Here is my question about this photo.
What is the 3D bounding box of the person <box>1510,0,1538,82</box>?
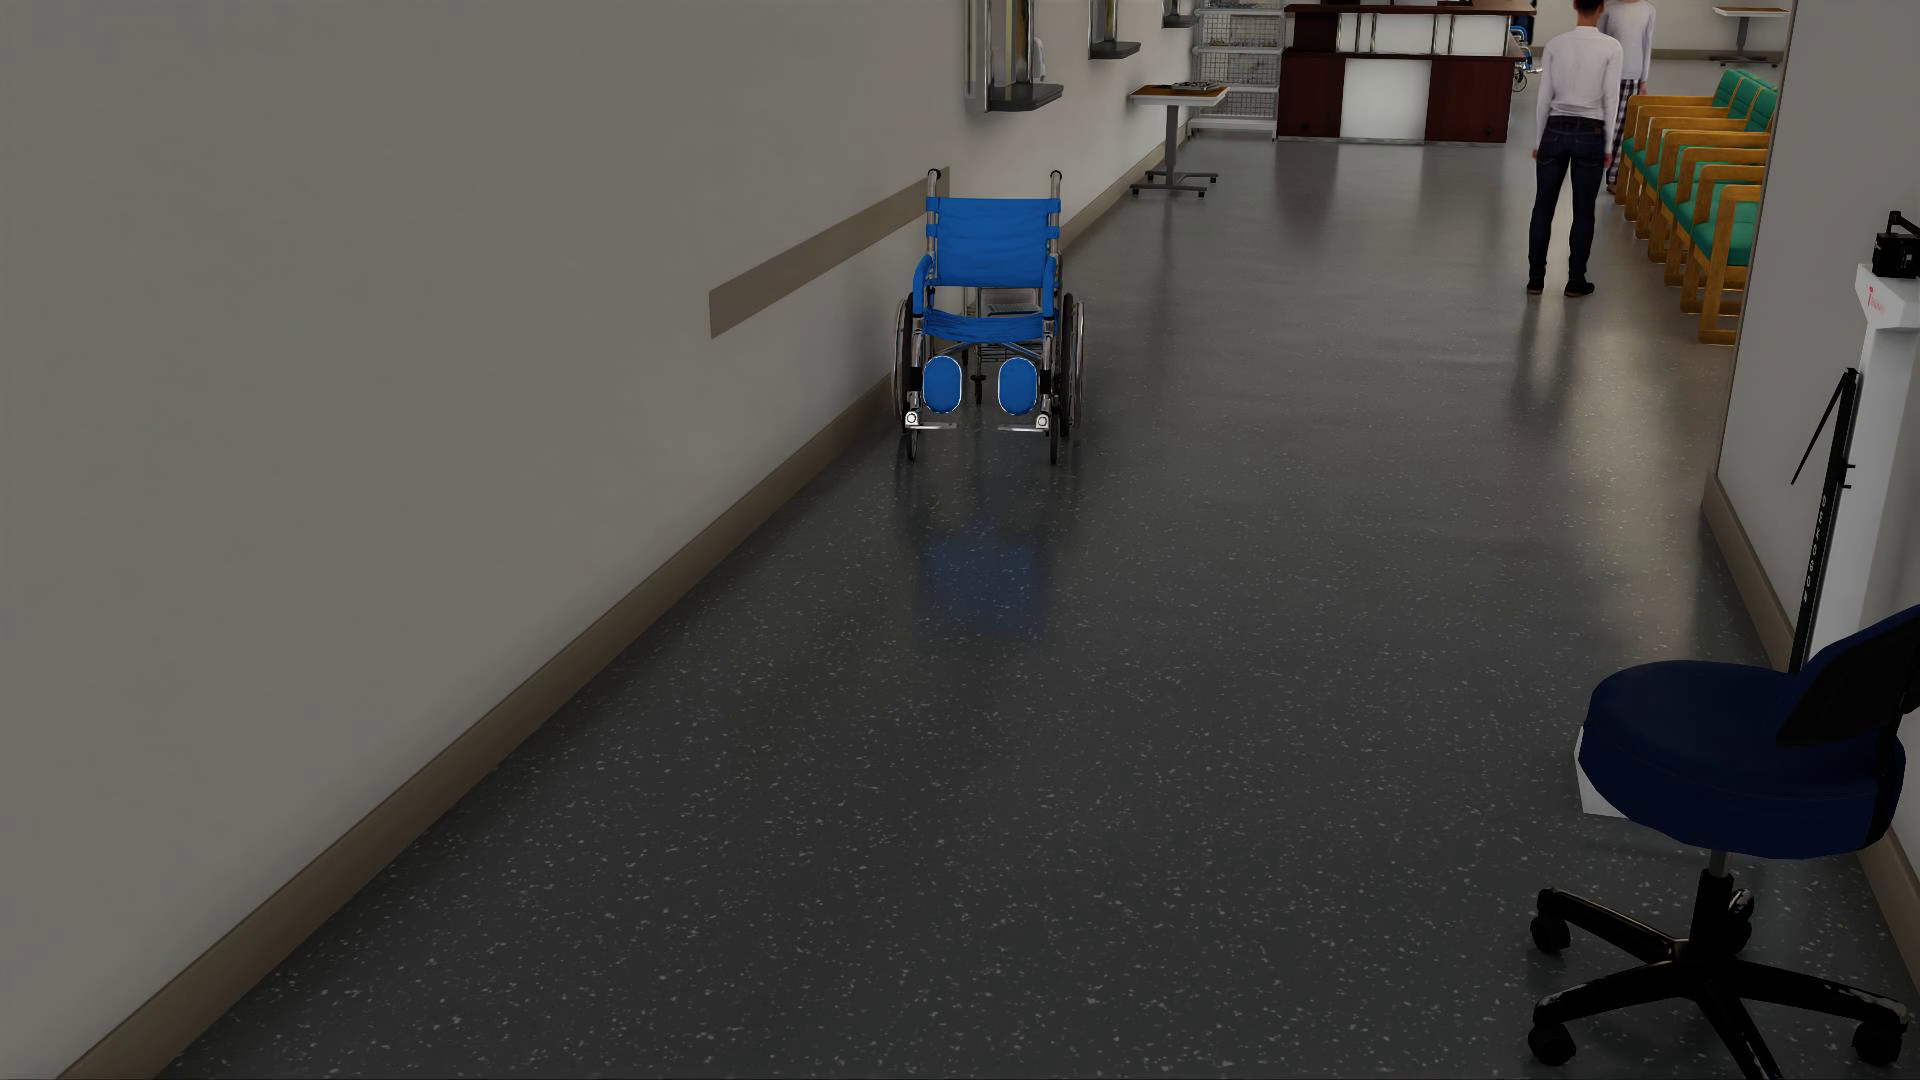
[{"bbox_3d":[7.645,-7.141,22.776,0.702,1.680,0.786,-9,22,-22],"label":"person"}]

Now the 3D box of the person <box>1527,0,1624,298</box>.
[{"bbox_3d":[3.698,-2.417,10.039,0.594,1.868,0.736,11,23,27],"label":"person"}]

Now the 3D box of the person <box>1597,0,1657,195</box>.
[{"bbox_3d":[5.411,-3.793,13.701,0.503,1.847,0.712,3,21,7],"label":"person"}]
